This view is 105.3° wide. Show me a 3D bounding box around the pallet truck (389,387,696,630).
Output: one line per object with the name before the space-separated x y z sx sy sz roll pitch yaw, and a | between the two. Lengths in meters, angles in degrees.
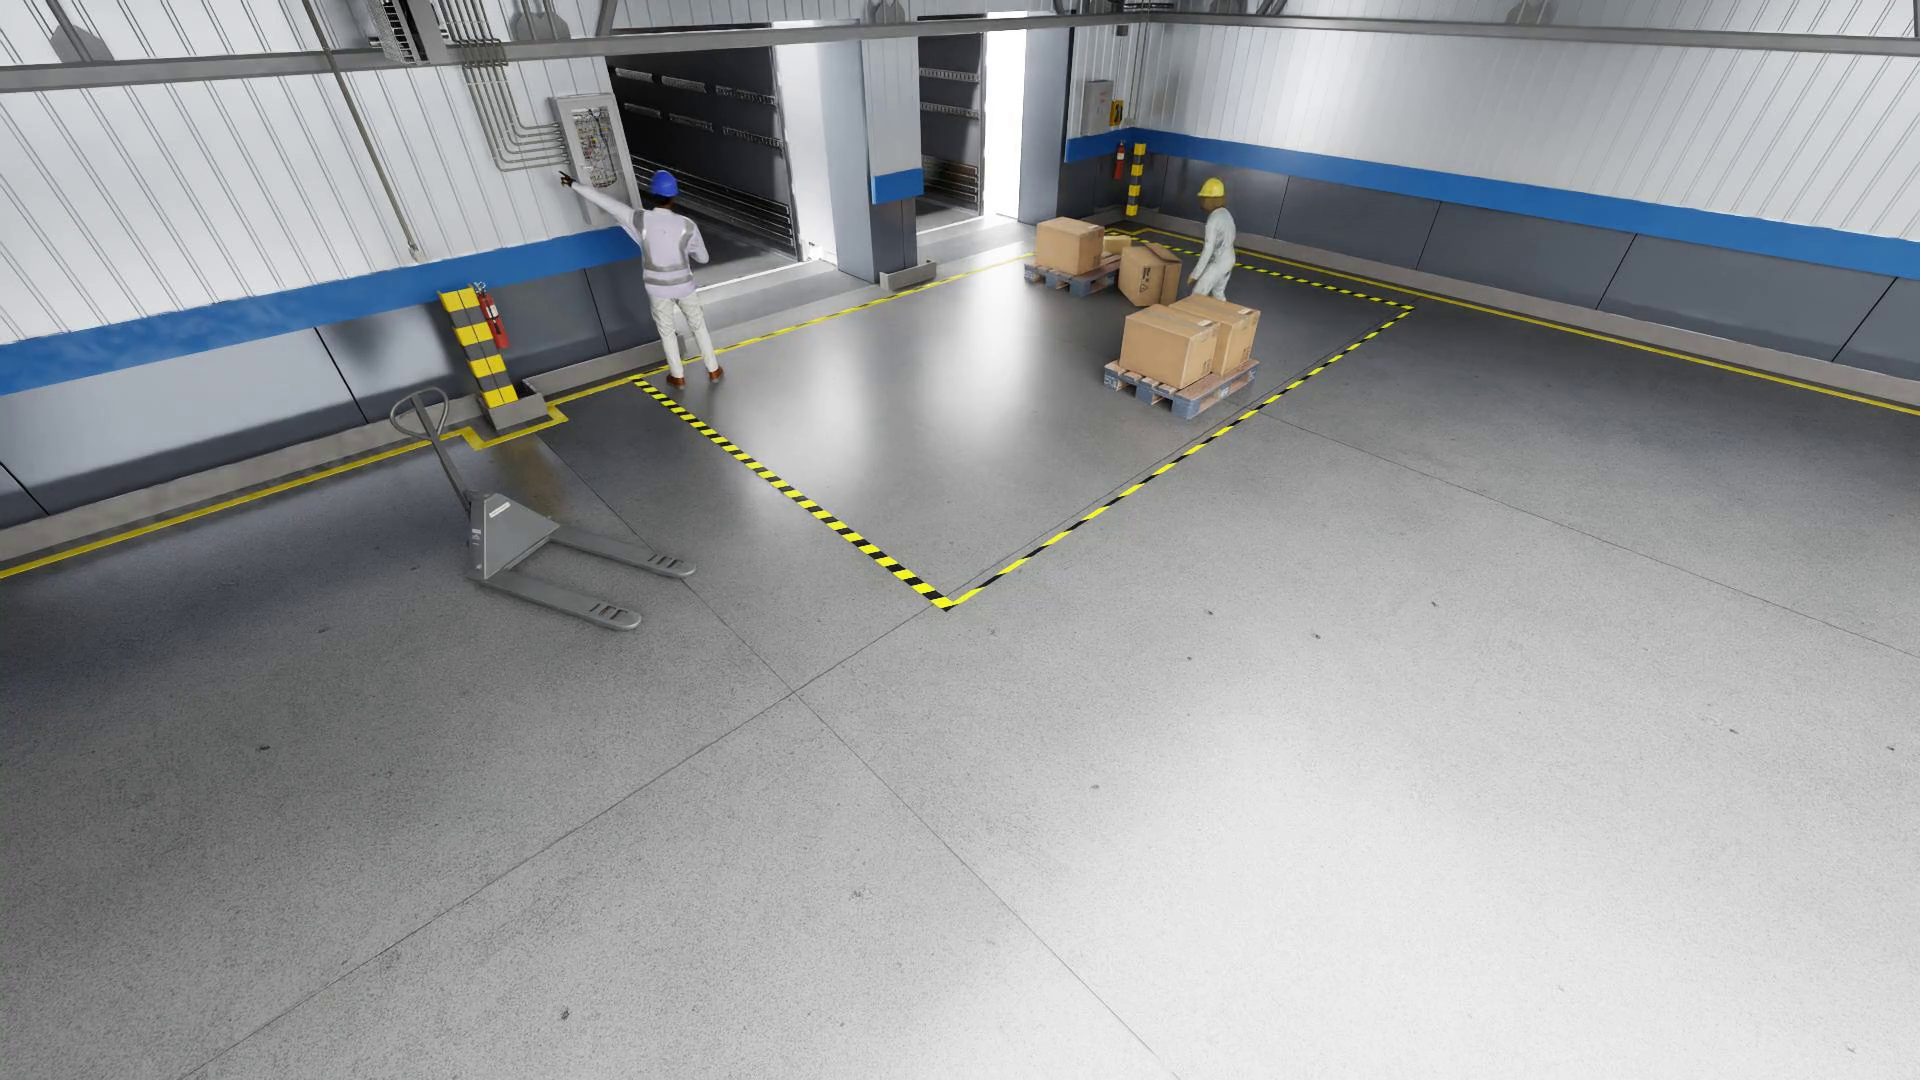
pallet truck | -2.613 -0.247 4.593 1.601 1.201 0.680 14 40 17

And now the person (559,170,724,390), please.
person | -2.843 -2.377 6.805 1.058 1.909 0.690 -15 40 -18

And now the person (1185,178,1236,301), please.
person | 2.651 -2.879 7.677 0.575 1.652 0.653 19 42 23
